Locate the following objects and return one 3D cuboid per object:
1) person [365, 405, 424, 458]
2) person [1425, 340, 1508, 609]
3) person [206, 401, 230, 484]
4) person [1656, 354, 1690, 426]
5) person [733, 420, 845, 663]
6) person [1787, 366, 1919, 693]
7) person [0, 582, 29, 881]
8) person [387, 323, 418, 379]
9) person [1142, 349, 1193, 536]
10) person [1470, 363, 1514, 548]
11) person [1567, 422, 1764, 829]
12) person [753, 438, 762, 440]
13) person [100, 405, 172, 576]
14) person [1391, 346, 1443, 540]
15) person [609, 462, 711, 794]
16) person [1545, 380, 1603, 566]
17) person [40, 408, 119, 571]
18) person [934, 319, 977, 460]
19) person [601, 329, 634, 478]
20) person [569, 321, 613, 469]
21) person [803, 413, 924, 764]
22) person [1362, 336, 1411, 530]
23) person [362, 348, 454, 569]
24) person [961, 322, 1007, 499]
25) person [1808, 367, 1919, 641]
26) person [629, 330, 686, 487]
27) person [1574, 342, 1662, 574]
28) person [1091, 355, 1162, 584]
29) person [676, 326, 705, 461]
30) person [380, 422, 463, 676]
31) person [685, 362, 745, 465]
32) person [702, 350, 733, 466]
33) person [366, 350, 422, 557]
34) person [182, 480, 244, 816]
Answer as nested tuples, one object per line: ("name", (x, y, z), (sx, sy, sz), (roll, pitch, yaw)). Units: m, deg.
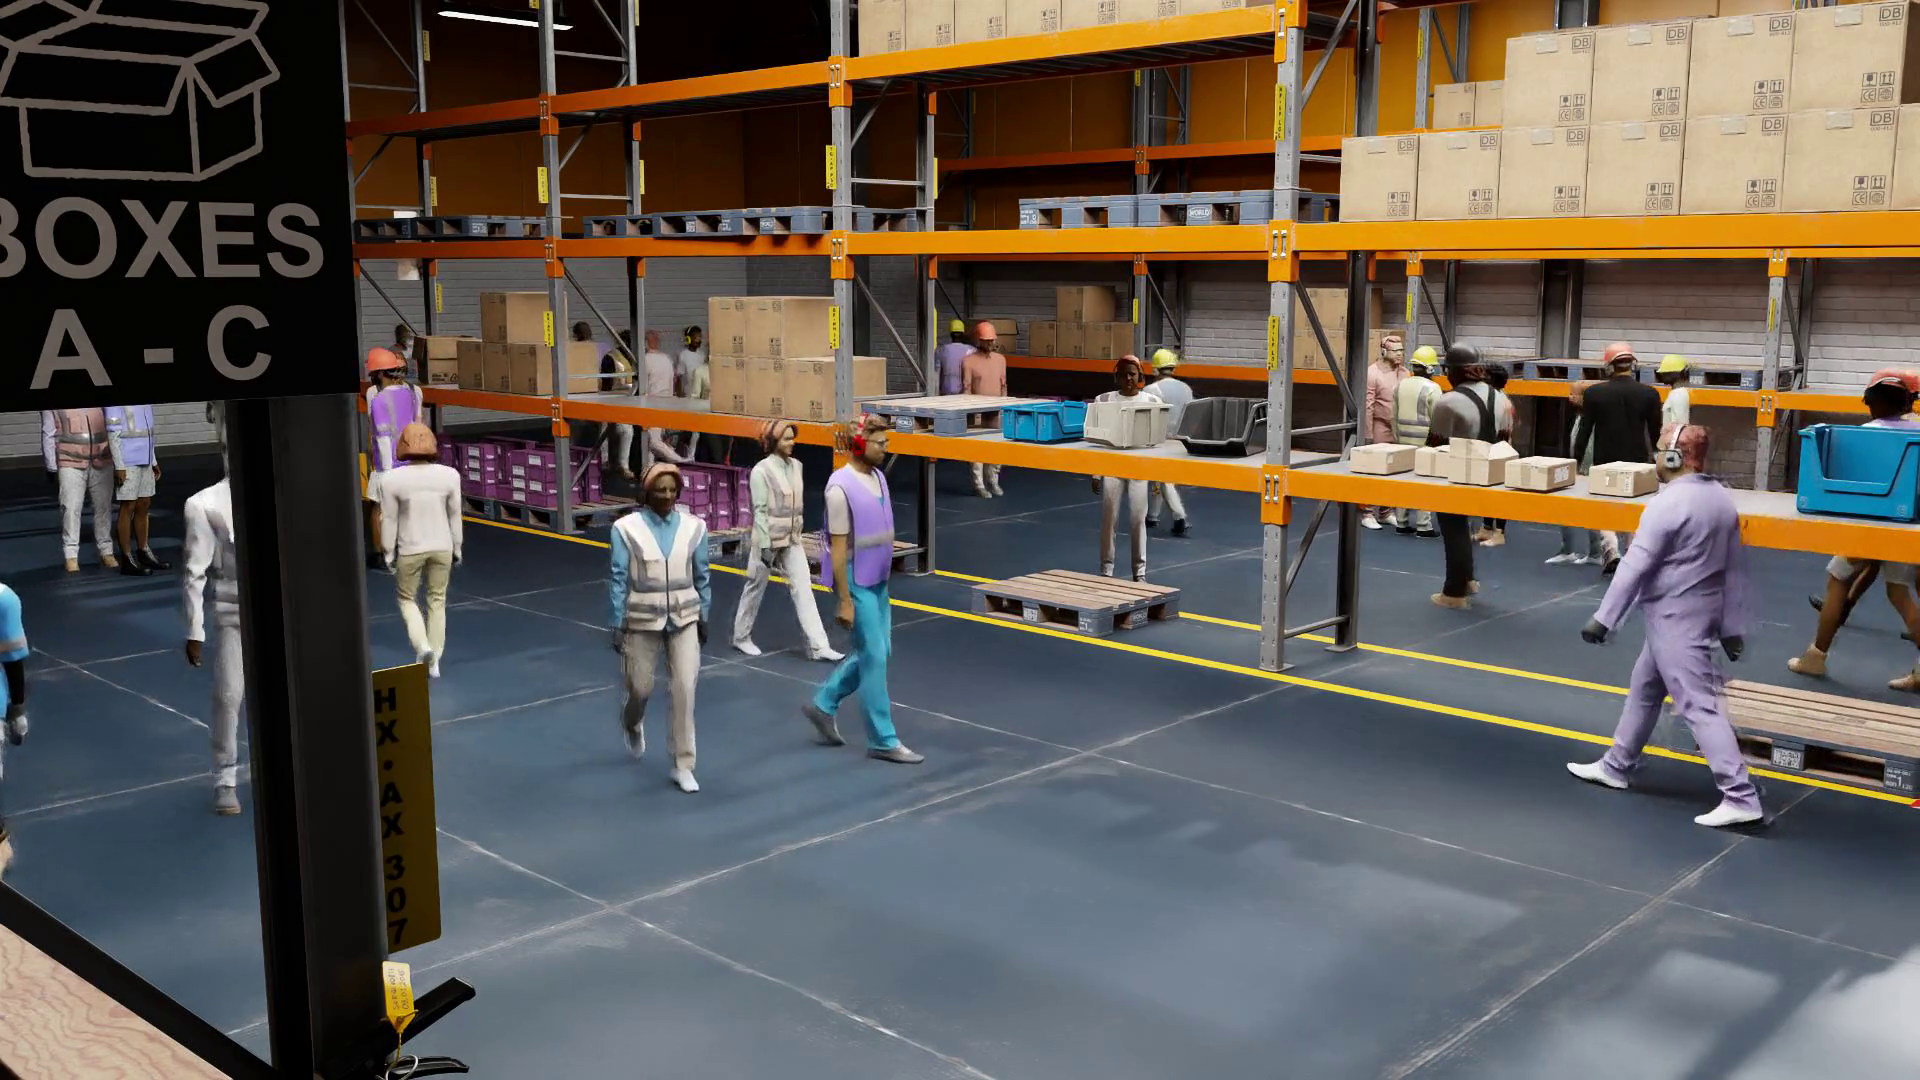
("person", (-5.583, -0.969, 16.424), (0.542, 1.712, 0.902), (-9, 13, -44))
("person", (3.740, -0.499, 12.571), (0.704, 2.000, 0.562), (-7, 11, -36))
("person", (-8.702, -1.562, 19.643), (0.562, 1.855, 0.396), (4, 10, 25))
("person", (6.872, -0.893, 15.834), (0.538, 1.752, 0.553), (5, 10, 27))
("person", (-1.180, 0.007, 10.840), (0.886, 1.587, 0.528), (6, 11, 34))
("person", (5.651, -0.067, 10.147), (0.616, 1.974, 0.863), (-3, 10, -16))
("person", (-3.969, 0.668, 6.580), (0.533, 1.661, 0.835), (0, 9, 3))
("person", (-6.670, -1.621, 19.866), (0.443, 1.916, 0.698), (2, 10, 13))
("person", (1.991, -0.949, 16.083), (0.602, 1.799, 0.902), (-6, 11, -33))
("person", (4.904, -0.778, 15.334), (0.317, 1.696, 0.538), (-1, 9, -5))
("person", (3.375, 0.379, 7.789), (0.635, 1.855, 1.023), (-9, 13, -44))
("person", (-2.914, -2.297, 24.563), (0.668, 1.711, 0.503), (3, 10, 16))
("person", (-6.914, -0.675, 13.953), (0.352, 1.942, 0.545), (1, 9, 7))
("person", (4.370, -0.918, 15.788), (0.404, 1.827, 0.602), (-5, 11, -30))
("person", (-1.501, 0.405, 8.296), (0.525, 1.615, 0.680), (-4, 10, -23))
("person", (5.302, -0.569, 14.321), (0.586, 1.616, 0.513), (5, 11, 29))
("person", (-7.434, -0.653, 14.150), (0.647, 1.836, 0.429), (-8, 12, -41))
("person", (-0.057, -2.030, 22.448), (0.594, 1.897, 0.914), (0, 9, -2))
("person", (-4.039, -1.662, 20.377), (0.614, 1.820, 0.641), (7, 11, 35))
("person", (-4.675, -1.804, 21.024), (0.710, 1.906, 0.804), (0, 9, 1))
("person", (-0.520, 0.244, 8.685), (0.720, 1.826, 0.574), (3, 10, 20))
("person", (4.230, -1.060, 16.426), (0.644, 1.907, 0.399), (-6, 11, -33))
("person", (-4.738, -0.674, 14.072), (0.886, 1.913, 0.550), (2, 10, 15))
("person", (0.305, -1.430, 18.487), (0.646, 1.968, 0.489), (-6, 11, -34))
("person", (6.462, -0.253, 11.563), (0.543, 1.878, 1.013), (-8, 12, -39))
("person", (-3.469, -1.492, 19.222), (0.883, 1.869, 0.637), (3, 10, 17))
("person", (5.425, -0.644, 13.715), (0.737, 1.954, 0.504), (2, 9, 10))
("person", (1.323, -0.526, 13.226), (0.576, 1.882, 0.355), (0, 9, 1))
("person", (-3.333, -1.763, 20.922), (0.432, 1.850, 0.512), (4, 10, 22))
("person", (-3.316, 0.079, 10.313), (0.504, 1.618, 0.470), (-5, 11, -30))
("person", (-2.541, -1.184, 17.098), (0.642, 1.946, 0.953), (-7, 12, -38))
("person", (-2.597, -1.188, 17.734), (0.387, 1.736, 0.562), (-7, 11, -35))
("person", (-5.007, -0.769, 14.832), (0.508, 1.845, 0.345), (-8, 12, -40))
("person", (-3.350, 0.364, 7.827), (0.618, 1.861, 0.437), (-9, 13, -43))
